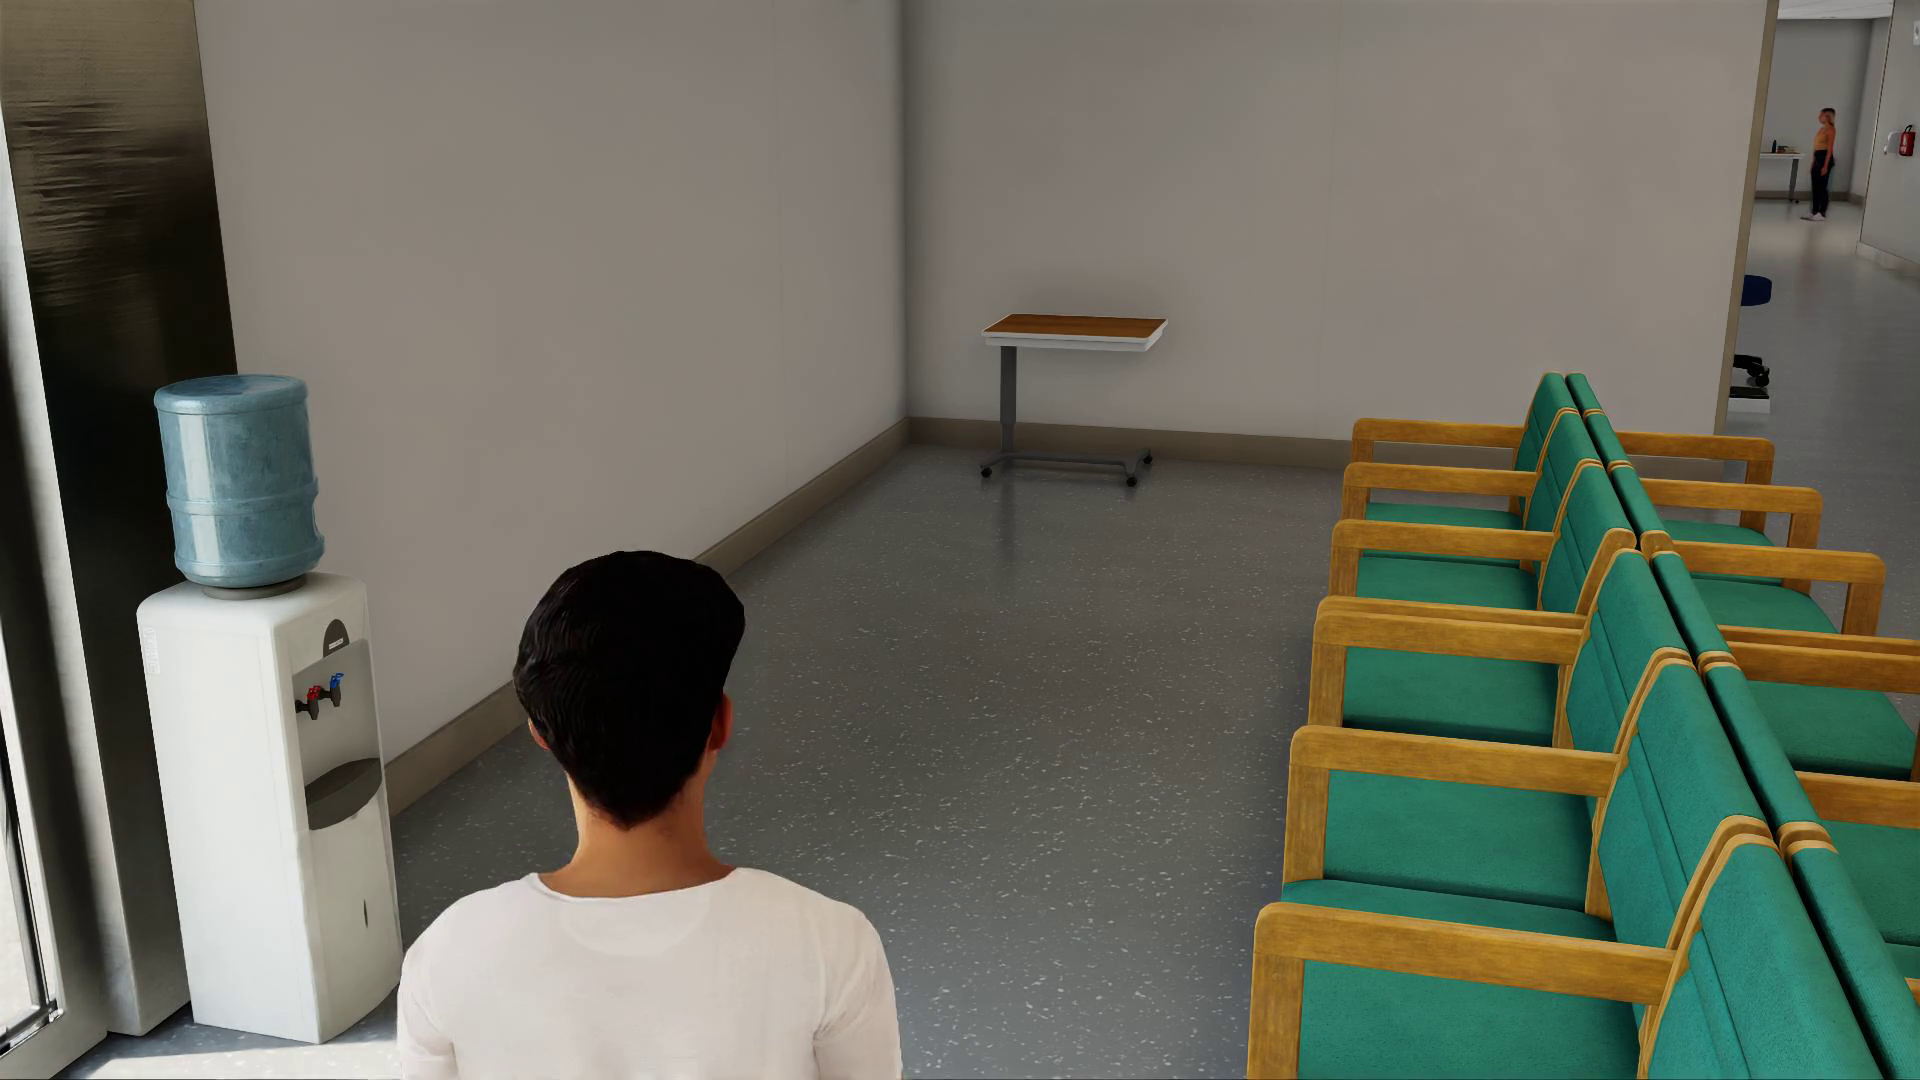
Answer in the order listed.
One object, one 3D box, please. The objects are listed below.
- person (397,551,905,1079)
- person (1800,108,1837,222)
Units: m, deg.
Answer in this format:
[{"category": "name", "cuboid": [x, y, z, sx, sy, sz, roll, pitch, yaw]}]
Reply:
[{"category": "person", "cuboid": [-0.274, 0.882, 1.600, 1.076, 1.683, 0.812, 1, 16, 5]}, {"category": "person", "cuboid": [12.744, -5.549, 24.575, 0.567, 1.627, 0.616, 1, 16, 3]}]
